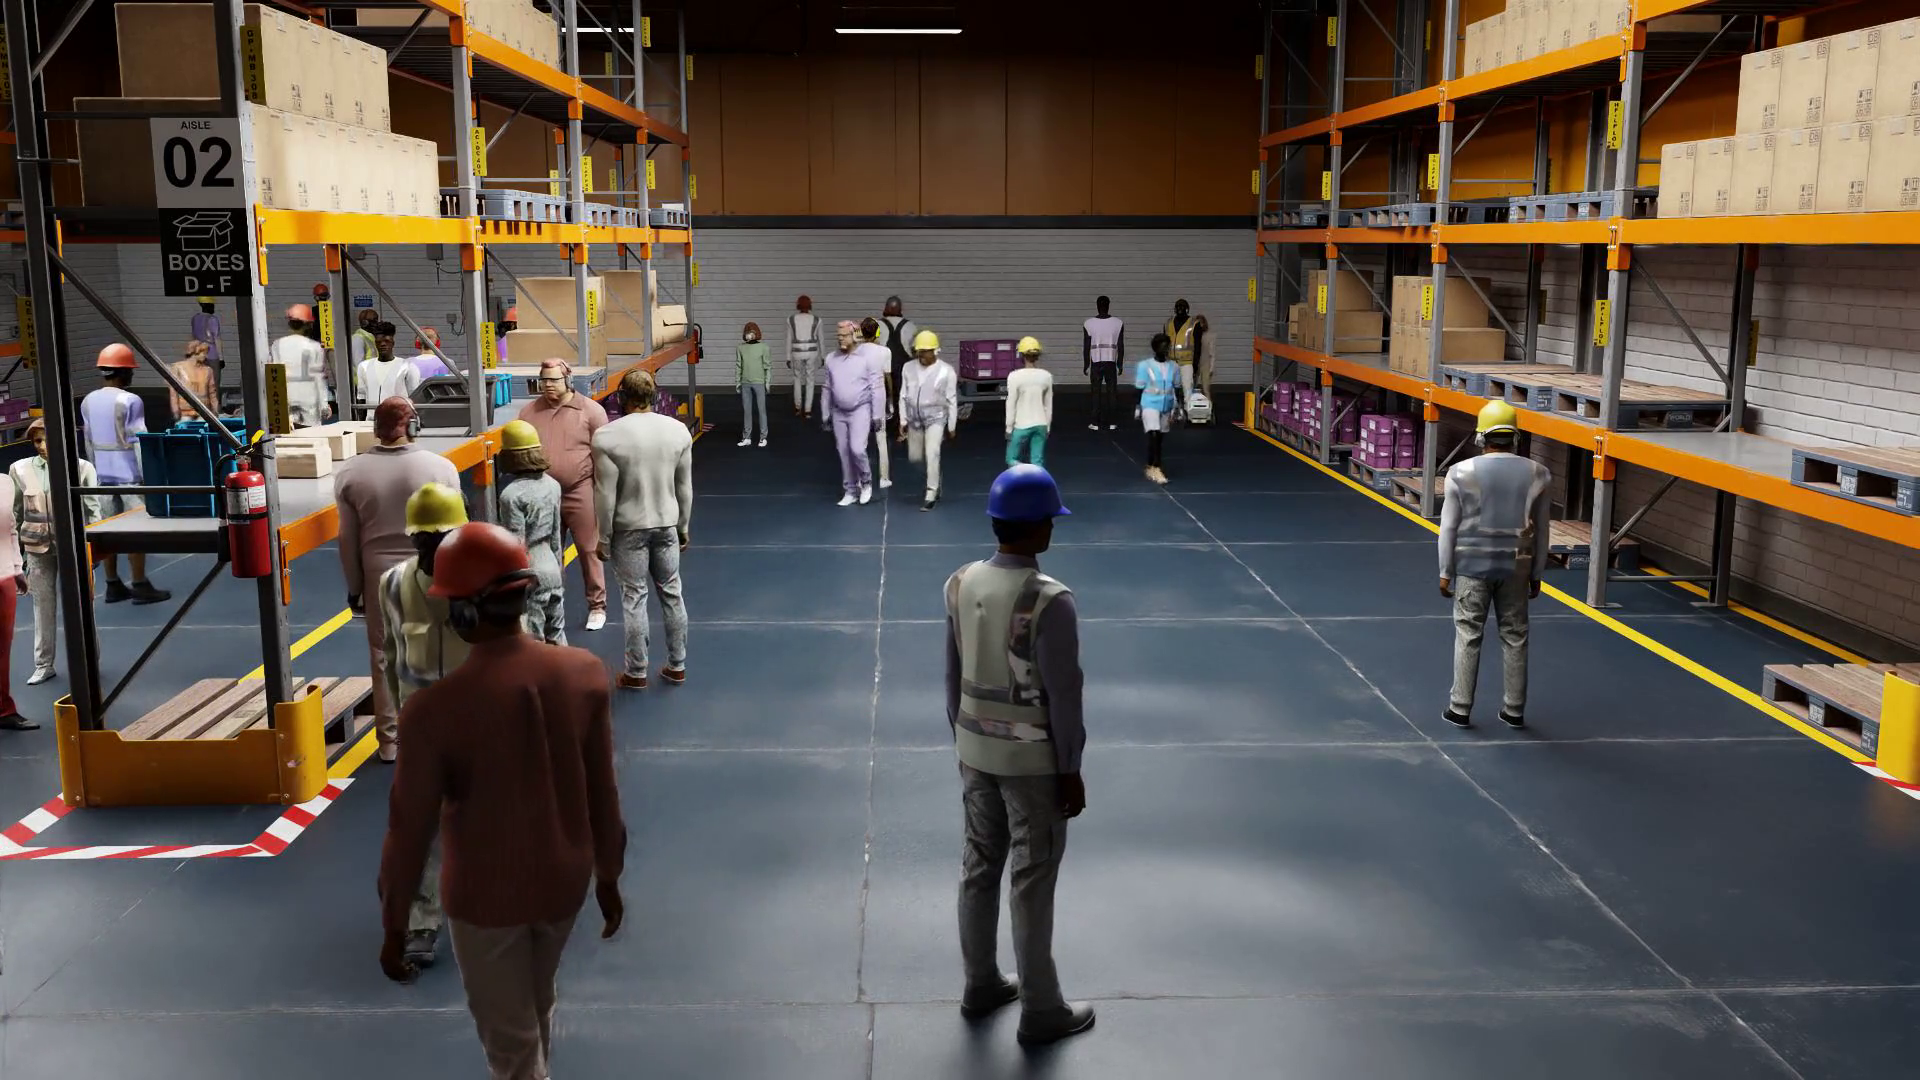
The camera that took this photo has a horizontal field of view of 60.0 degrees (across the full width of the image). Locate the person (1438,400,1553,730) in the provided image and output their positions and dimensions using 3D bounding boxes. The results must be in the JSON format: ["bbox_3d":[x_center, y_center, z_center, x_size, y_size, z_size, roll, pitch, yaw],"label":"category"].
[{"bbox_3d":[2.927,0.145,9.160,0.591,1.823,0.405,1,10,3],"label":"person"}]

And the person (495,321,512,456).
[{"bbox_3d":[-5.639,-1.887,20.816,0.542,1.695,0.316,0,10,-1],"label":"person"}]

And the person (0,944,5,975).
[{"bbox_3d":[-2.751,1.016,4.291,0.513,1.836,0.959,-3,11,-19],"label":"person"}]

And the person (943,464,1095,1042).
[{"bbox_3d":[0.196,0.712,5.633,0.395,1.949,0.602,-8,13,-39],"label":"person"}]

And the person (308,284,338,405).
[{"bbox_3d":[-10.397,-3.187,27.225,0.394,1.992,0.622,7,12,34],"label":"person"}]

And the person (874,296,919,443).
[{"bbox_3d":[-0.888,-2.342,22.394,0.720,2.000,1.033,-2,10,-9],"label":"person"}]

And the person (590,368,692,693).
[{"bbox_3d":[-1.893,-0.056,9.940,0.629,1.940,0.377,-7,12,-33],"label":"person"}]

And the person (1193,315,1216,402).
[{"bbox_3d":[3.578,-2.568,24.898,0.511,1.580,0.886,5,11,24],"label":"person"}]

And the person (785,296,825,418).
[{"bbox_3d":[-2.373,-2.824,25.615,0.588,1.855,0.785,0,10,-1],"label":"person"}]

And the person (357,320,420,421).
[{"bbox_3d":[-5.247,-1.029,15.285,0.613,1.965,0.361,1,10,6],"label":"person"}]

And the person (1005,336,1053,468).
[{"bbox_3d":[0.666,-1.118,16.351,0.548,1.754,0.365,-6,12,-28],"label":"person"}]

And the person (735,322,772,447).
[{"bbox_3d":[-2.718,-2.039,21.838,0.507,1.632,0.272,3,11,18],"label":"person"}]

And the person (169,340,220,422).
[{"bbox_3d":[-8.407,-1.377,18.249,0.347,1.611,0.572,7,12,34],"label":"person"}]

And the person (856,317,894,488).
[{"bbox_3d":[-0.970,-1.494,18.163,0.510,1.867,0.329,0,10,1],"label":"person"}]

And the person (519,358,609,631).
[{"bbox_3d":[-2.735,-0.307,11.478,0.644,1.900,0.395,1,10,6],"label":"person"}]

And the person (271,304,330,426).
[{"bbox_3d":[-7.012,-1.487,17.665,0.635,2.026,0.555,3,11,15],"label":"person"}]

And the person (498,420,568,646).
[{"bbox_3d":[-2.308,0.227,8.919,0.316,1.740,0.492,3,11,18],"label":"person"}]

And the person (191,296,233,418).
[{"bbox_3d":[-11.406,-2.808,25.297,0.588,1.930,0.363,6,12,28],"label":"person"}]

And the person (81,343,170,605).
[{"bbox_3d":[-6.194,-0.486,12.345,0.551,1.933,0.377,4,11,20],"label":"person"}]

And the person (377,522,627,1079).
[{"bbox_3d":[-1.256,0.919,4.457,0.844,1.955,0.644,9,13,40],"label":"person"}]

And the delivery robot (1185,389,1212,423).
[{"bbox_3d":[3.440,-1.939,24.030,0.477,0.478,0.707,1,10,4],"label":"delivery robot"}]

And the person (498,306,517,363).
[{"bbox_3d":[-5.161,-1.773,19.513,0.375,1.935,0.551,2,10,11],"label":"person"}]

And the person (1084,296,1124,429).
[{"bbox_3d":[2.050,-2.530,23.790,0.591,1.916,0.392,-1,10,-4],"label":"person"}]

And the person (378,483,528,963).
[{"bbox_3d":[-1.935,0.650,6.455,0.601,1.786,0.935,-1,10,-3],"label":"person"}]

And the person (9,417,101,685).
[{"bbox_3d":[-5.497,0.060,10.130,0.511,1.640,0.308,-2,10,-13],"label":"person"}]

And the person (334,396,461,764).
[{"bbox_3d":[-2.845,0.210,8.574,0.639,1.901,0.406,-2,10,-8],"label":"person"}]

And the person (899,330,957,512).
[{"bbox_3d":[-0.300,-1.218,16.771,0.603,1.805,0.679,5,11,24],"label":"person"}]

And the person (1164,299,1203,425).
[{"bbox_3d":[3.234,-2.614,24.463,0.625,1.844,0.429,6,12,31],"label":"person"}]

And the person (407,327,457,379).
[{"bbox_3d":[-5.204,-1.168,16.396,0.570,1.844,0.380,0,10,-3],"label":"person"}]

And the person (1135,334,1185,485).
[{"bbox_3d":[2.240,-1.434,18.346,0.550,1.661,0.781,-5,11,-25],"label":"person"}]

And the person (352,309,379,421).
[{"bbox_3d":[-7.389,-1.974,20.898,0.428,1.842,0.631,0,10,2],"label":"person"}]

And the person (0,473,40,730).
[{"bbox_3d":[-5.231,0.212,8.938,0.326,1.765,0.530,3,11,15],"label":"person"}]

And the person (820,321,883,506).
[{"bbox_3d":[-1.121,-1.269,16.841,0.670,1.889,0.429,5,11,26],"label":"person"}]
